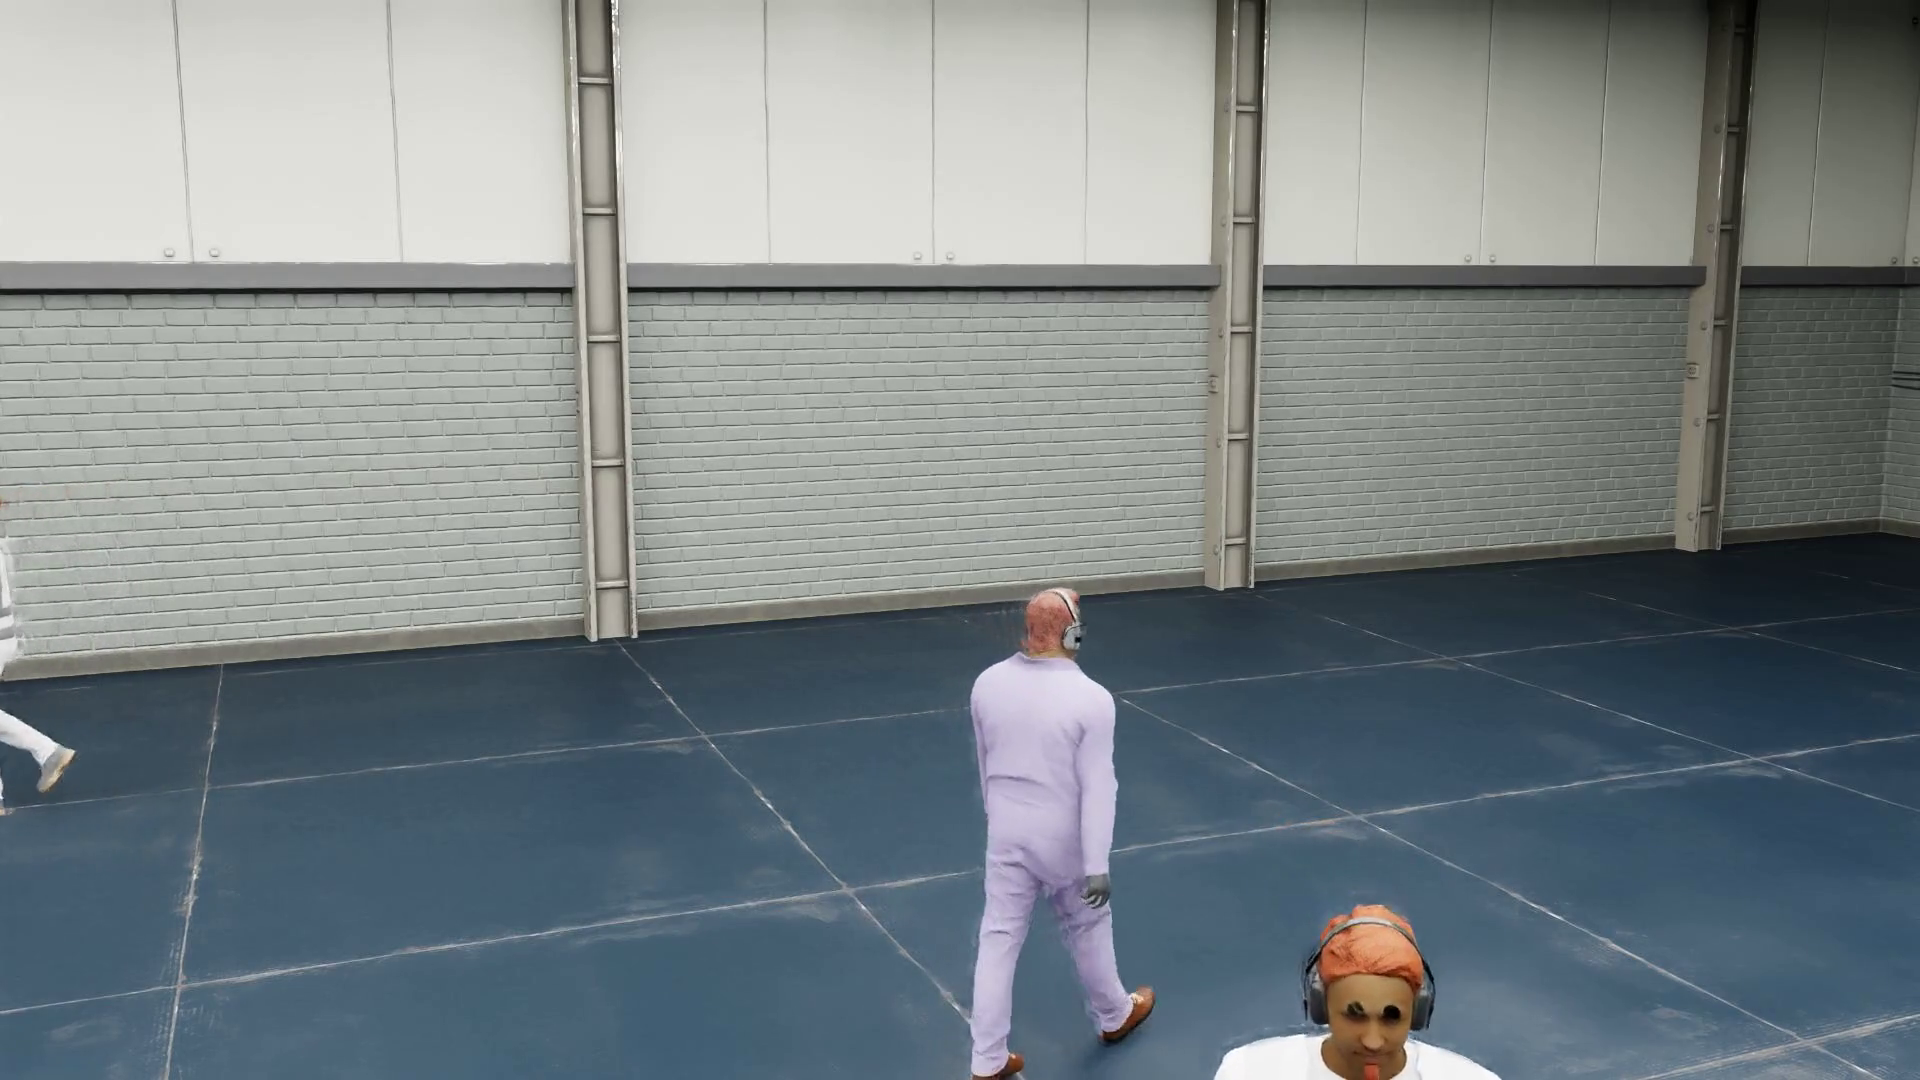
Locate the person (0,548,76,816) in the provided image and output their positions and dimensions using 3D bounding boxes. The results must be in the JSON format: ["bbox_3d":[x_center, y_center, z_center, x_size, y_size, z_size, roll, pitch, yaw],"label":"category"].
[{"bbox_3d":[-5.405,0.632,9.320,0.561,1.869,0.583,-4,10,-24],"label":"person"}]

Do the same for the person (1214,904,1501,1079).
[{"bbox_3d":[0.760,1.591,3.267,0.607,1.870,0.459,1,9,4],"label":"person"}]

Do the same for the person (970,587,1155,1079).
[{"bbox_3d":[0.382,1.101,6.355,0.692,1.860,0.965,7,11,37],"label":"person"}]
